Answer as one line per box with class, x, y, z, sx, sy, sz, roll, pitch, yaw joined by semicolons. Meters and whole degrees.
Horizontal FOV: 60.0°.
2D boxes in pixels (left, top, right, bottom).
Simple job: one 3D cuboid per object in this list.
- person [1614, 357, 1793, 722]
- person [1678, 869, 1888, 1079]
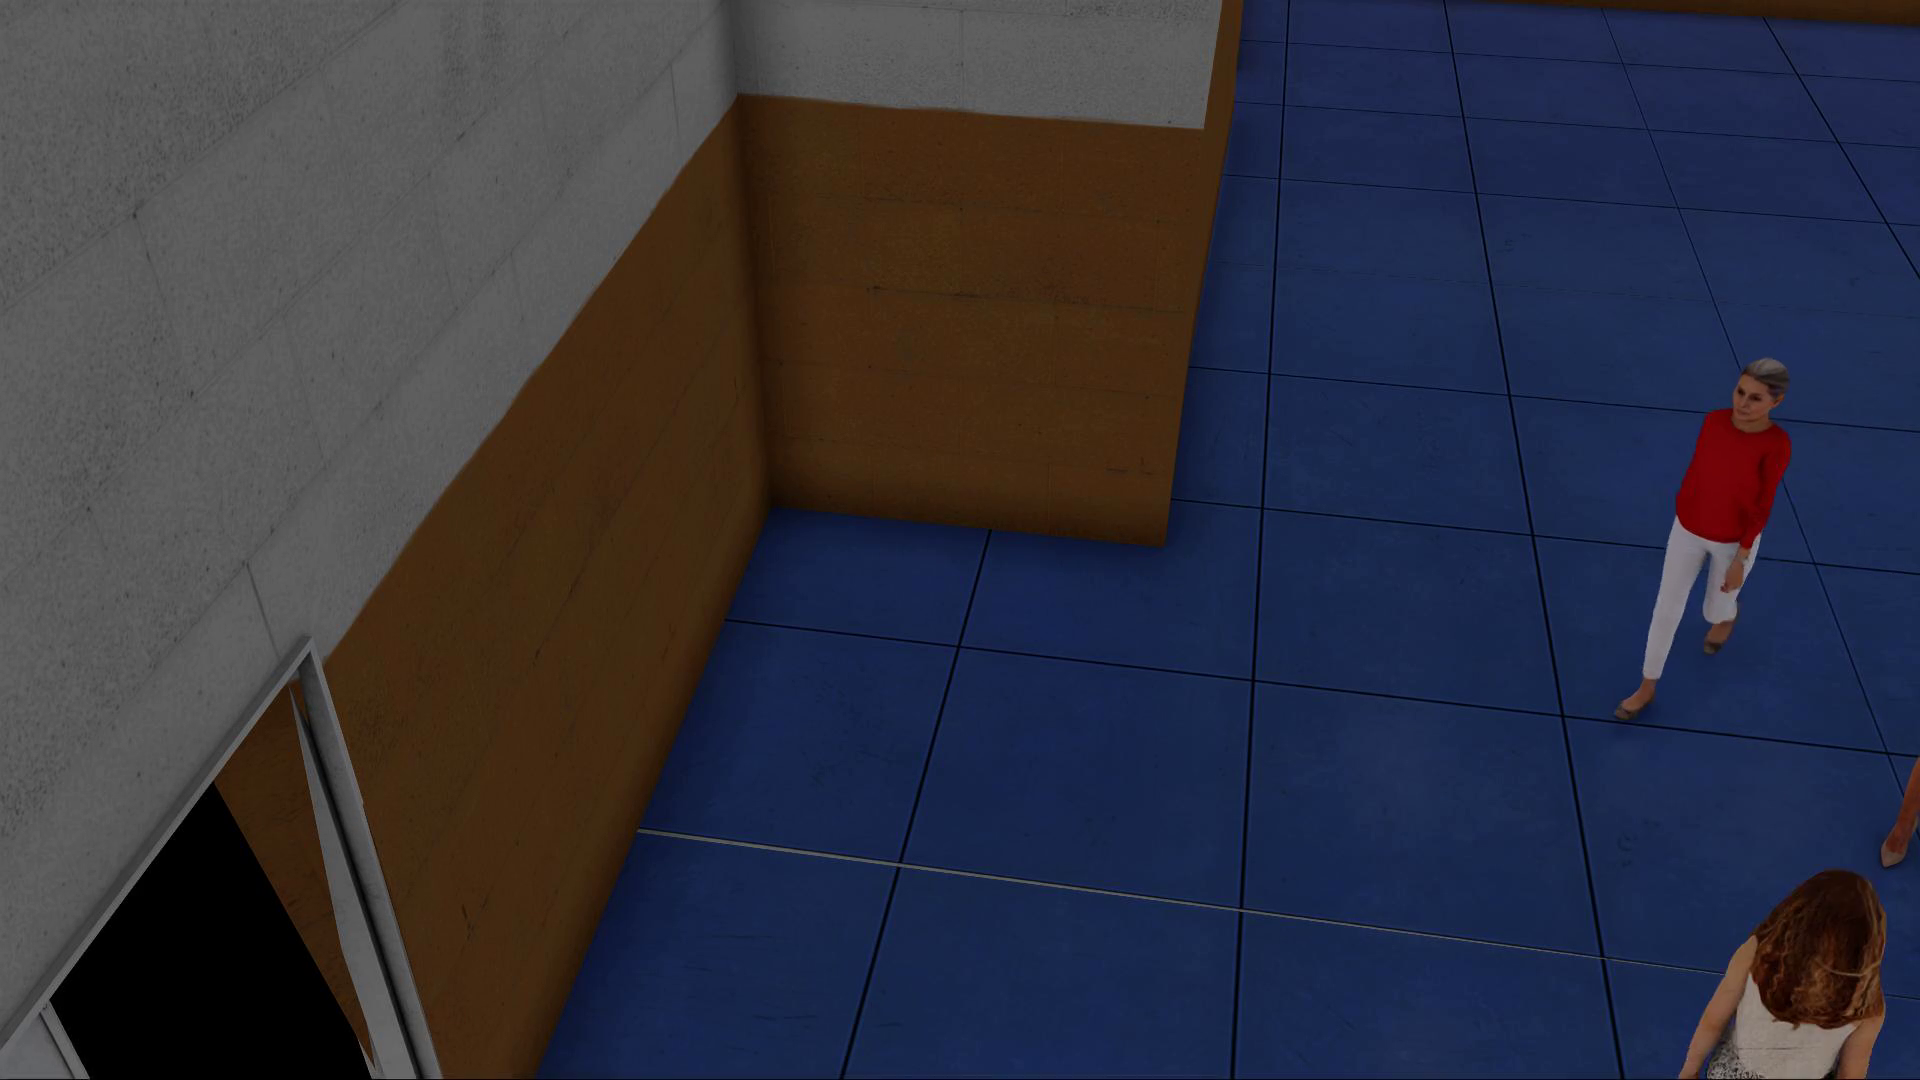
person;3.165;-0.014;6.877;1.010;1.672;1.026;-28;45;-32
person;2.203;1.631;4.634;1.096;1.733;1.030;29;46;33
